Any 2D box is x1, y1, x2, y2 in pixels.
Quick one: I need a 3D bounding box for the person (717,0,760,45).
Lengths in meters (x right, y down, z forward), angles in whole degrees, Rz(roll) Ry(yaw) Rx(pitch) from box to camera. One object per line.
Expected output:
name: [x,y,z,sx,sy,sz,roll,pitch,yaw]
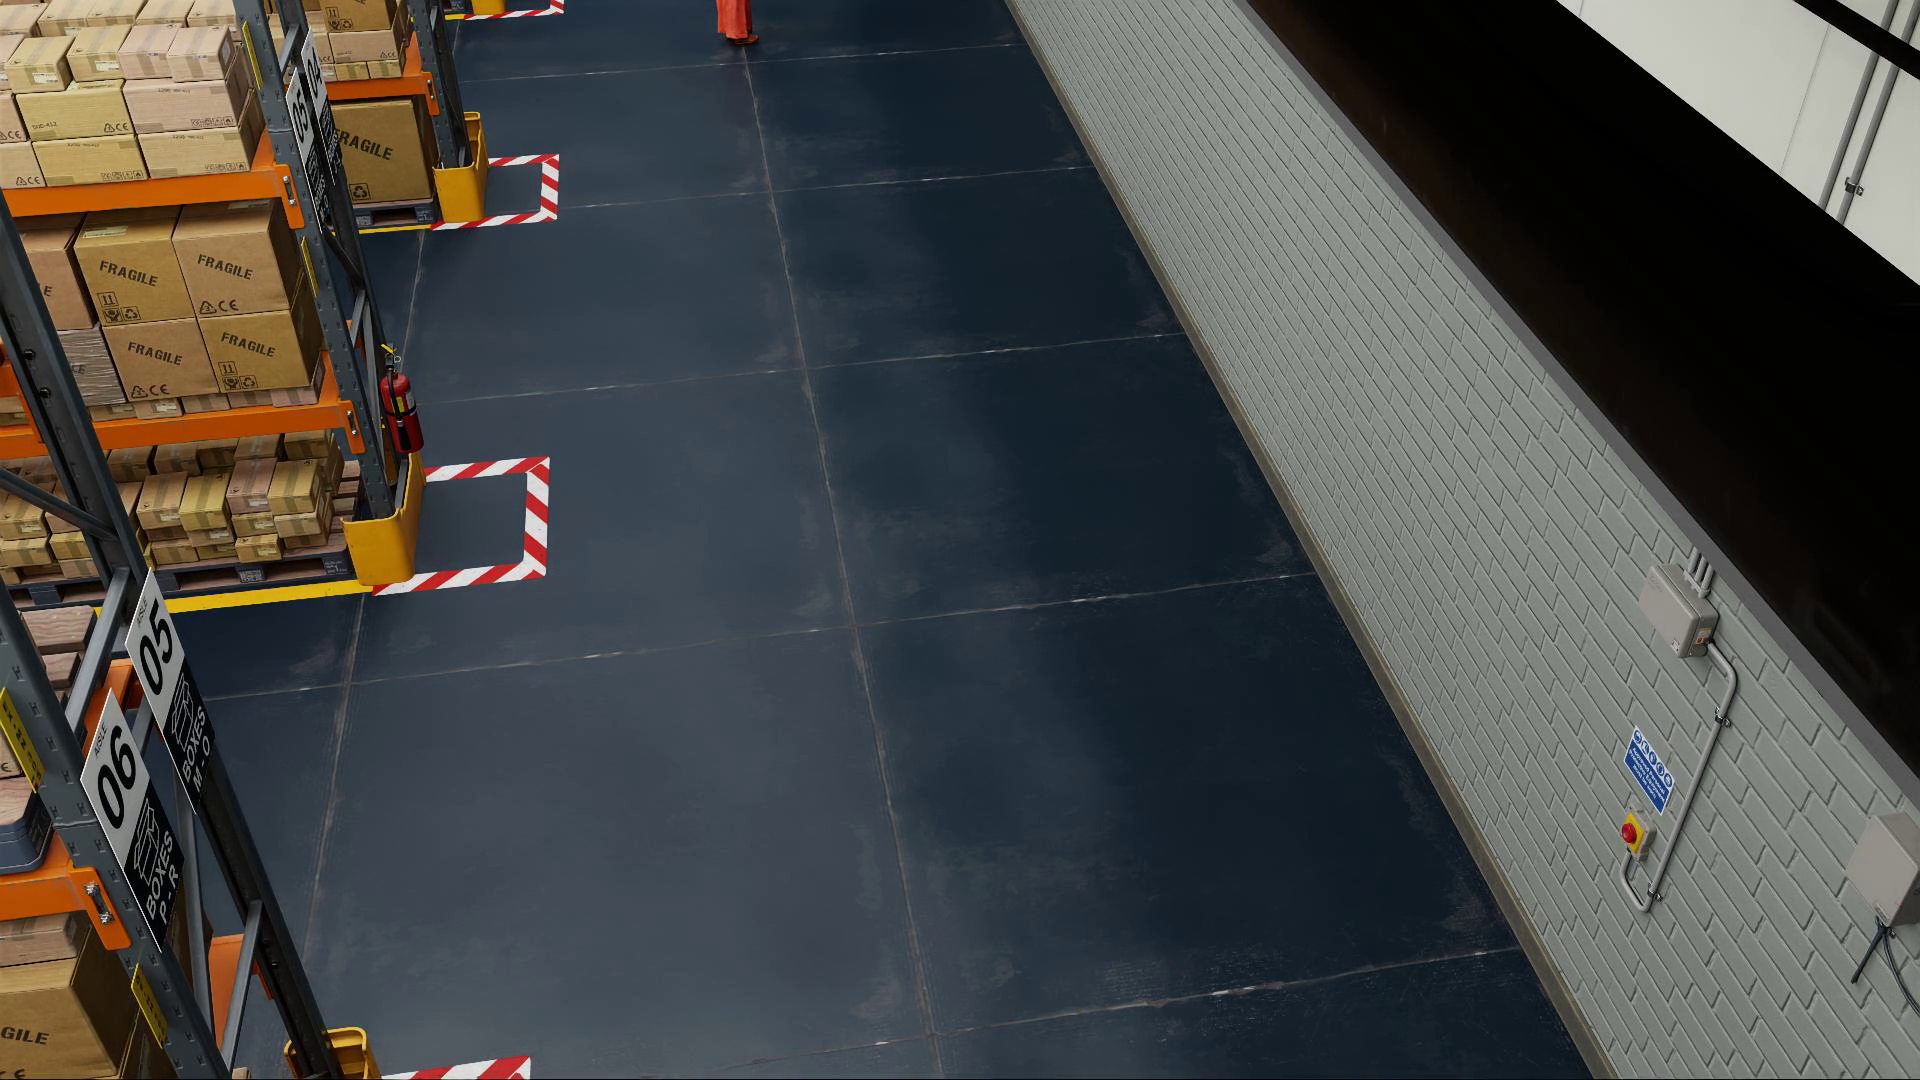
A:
person: [-2.350,-6.043,17.137,0.715,1.802,0.717,-22,43,-26]
